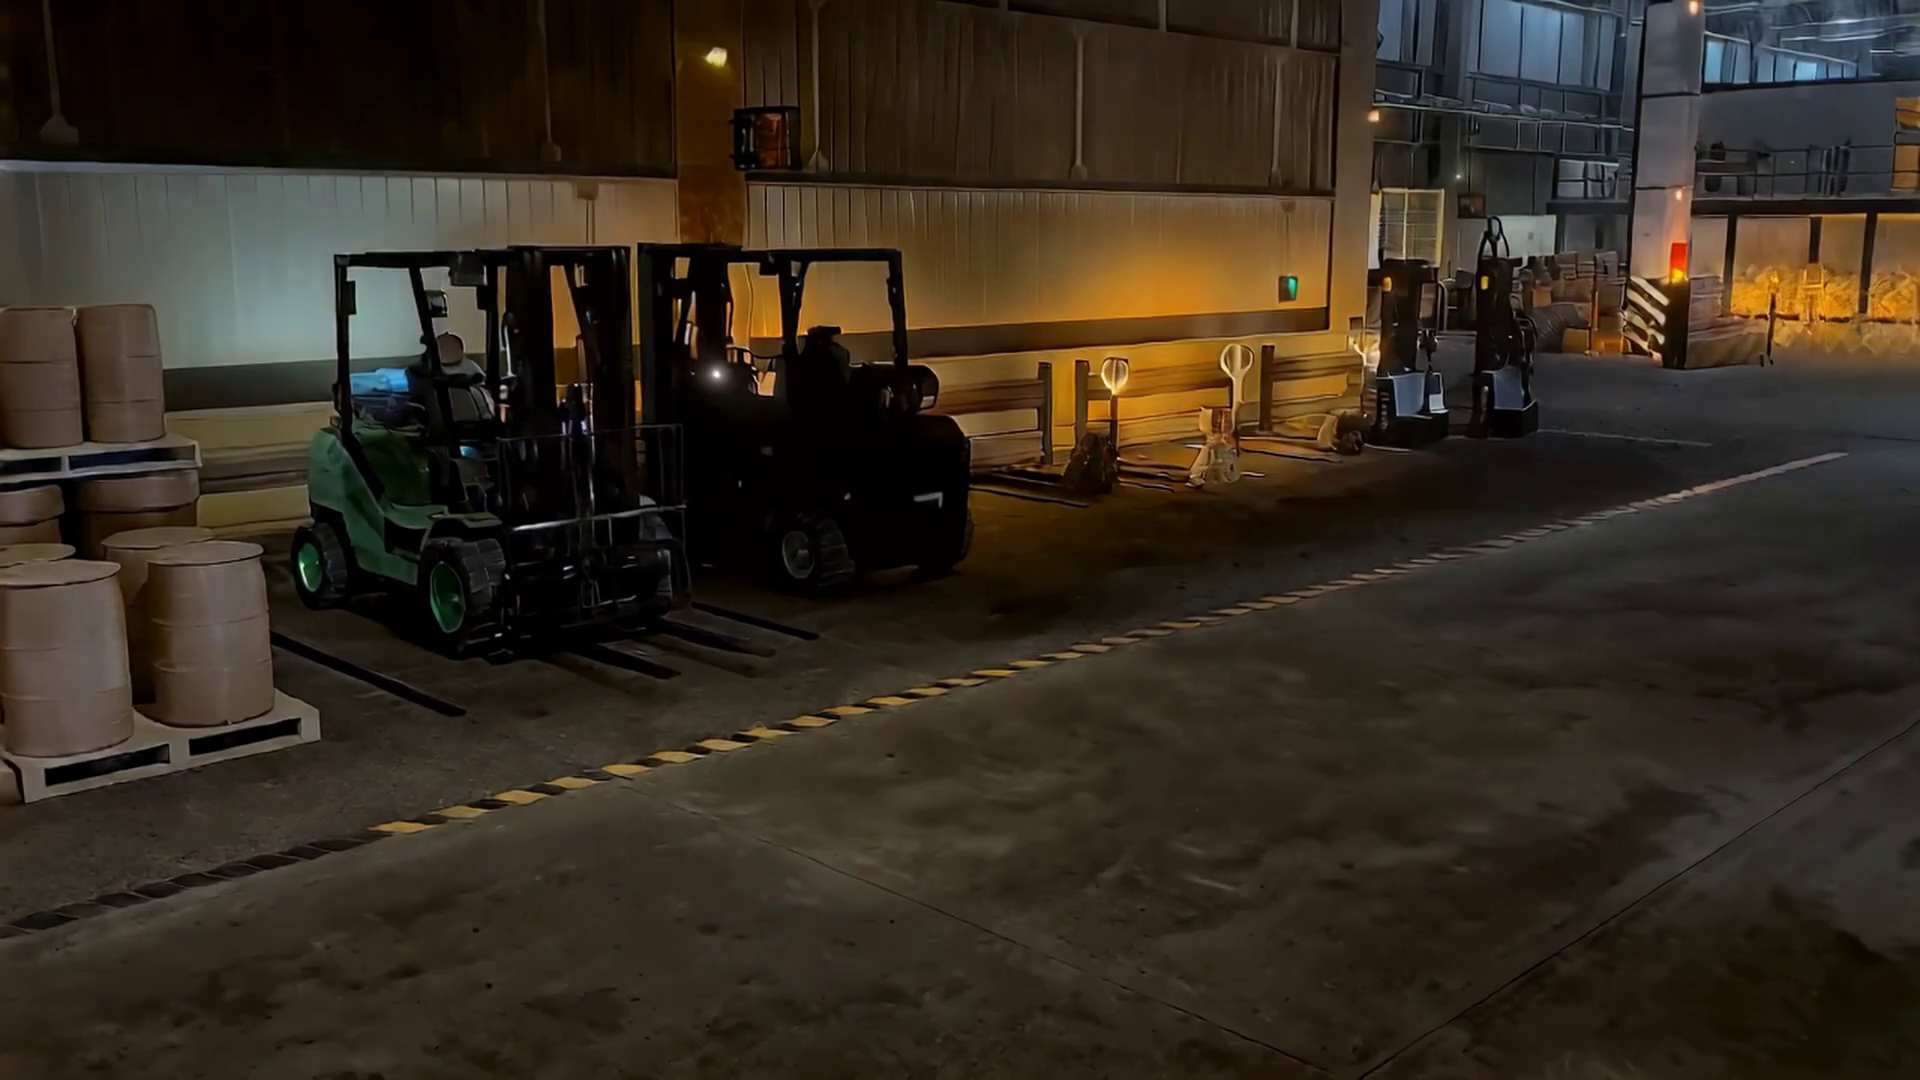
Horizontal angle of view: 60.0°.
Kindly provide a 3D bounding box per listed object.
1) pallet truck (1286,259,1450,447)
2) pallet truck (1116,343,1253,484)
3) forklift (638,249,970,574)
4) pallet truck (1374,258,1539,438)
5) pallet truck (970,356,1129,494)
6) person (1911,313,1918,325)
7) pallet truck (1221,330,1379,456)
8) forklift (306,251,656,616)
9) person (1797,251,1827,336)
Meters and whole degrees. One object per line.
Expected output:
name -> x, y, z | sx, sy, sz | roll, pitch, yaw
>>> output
pallet truck -> 4.493, -2.078, 18.196 | 0.823, 1.965, 1.885 | -9, 14, -40
pallet truck -> 1.962, -1.215, 15.415 | 1.522, 1.261, 0.704 | 10, 14, 43
forklift -> -1.173, -0.958, 11.239 | 2.680, 1.987, 1.157 | 10, 14, 43
pallet truck -> 5.704, -2.208, 18.901 | 1.885, 1.965, 0.823 | 10, 14, 43
pallet truck -> 0.784, -1.085, 14.876 | 0.680, 1.201, 1.601 | -10, 14, -44
person -> 23.675, -6.107, 40.454 | 0.693, 1.902, 0.591 | 9, 14, 40
pallet truck -> 3.563, -1.581, 17.381 | 0.653, 1.274, 1.630 | -10, 14, -44
forklift -> -2.833, -0.669, 9.694 | 1.157, 1.987, 2.680 | -10, 14, -44
person -> 19.072, -5.520, 37.276 | 0.575, 1.882, 0.355 | 2, 11, 9
